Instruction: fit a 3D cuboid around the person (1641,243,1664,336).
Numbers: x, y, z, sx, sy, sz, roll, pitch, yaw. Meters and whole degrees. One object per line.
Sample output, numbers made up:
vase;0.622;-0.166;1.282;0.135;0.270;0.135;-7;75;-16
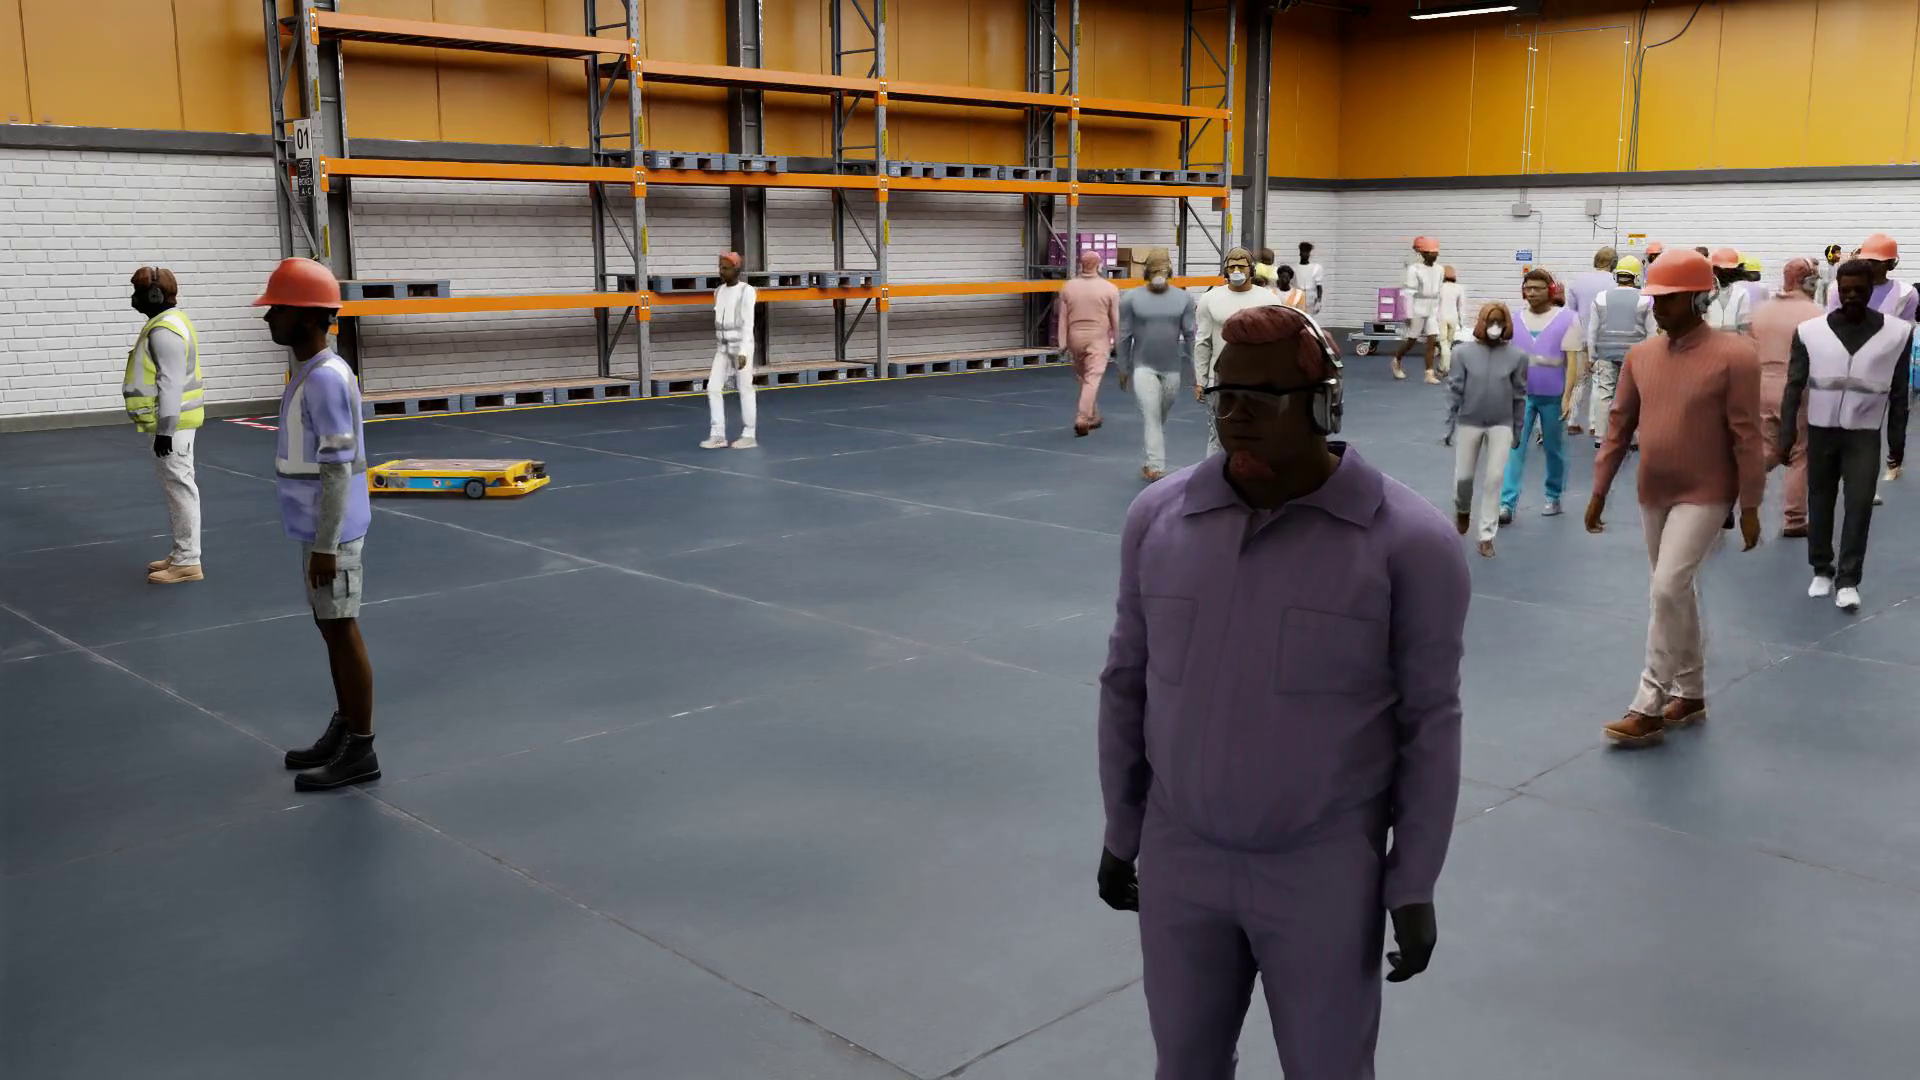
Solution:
person;10.861;-3.730;26.280;0.568;1.888;0.960;-10;14;-43

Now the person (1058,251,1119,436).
person;1.329;-2.012;17.015;0.653;1.868;0.991;5;11;25

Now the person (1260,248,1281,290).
person;4.587;-3.480;25.103;0.647;1.826;0.464;5;12;27

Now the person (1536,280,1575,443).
person;5.768;-1.751;16.350;0.514;1.591;0.870;2;11;11

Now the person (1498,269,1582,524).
person;4.083;-1.016;11.778;0.573;1.792;1.008;7;13;35

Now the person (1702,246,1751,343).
person;6.916;-1.711;15.195;0.564;1.924;0.402;0;10;2

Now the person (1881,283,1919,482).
person;8.036;-1.314;13.847;0.904;1.658;0.539;-10;14;-43

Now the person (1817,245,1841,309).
person;13.768;-3.733;26.379;0.318;1.866;0.531;6;12;32

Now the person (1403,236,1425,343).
person;8.678;-4.734;31.479;0.612;1.997;0.376;10;14;42

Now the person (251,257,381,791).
person;-2.356;-0.055;6.117;0.353;1.942;0.545;-5;12;-26

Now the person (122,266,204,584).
person;-4.659;-0.673;9.759;0.429;1.844;0.626;-4;11;-23

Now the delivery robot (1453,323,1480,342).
delivery robot;8.616;-3.381;27.778;0.707;0.478;0.477;7;12;33

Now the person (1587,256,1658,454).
person;6.158;-1.718;15.477;0.603;1.830;0.404;6;12;29

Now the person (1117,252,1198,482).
person;1.600;-1.352;13.342;0.654;1.878;1.007;-1;10;-6

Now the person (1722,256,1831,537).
person;5.469;-0.936;11.075;0.709;1.887;0.650;-3;11;-17

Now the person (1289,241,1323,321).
person;5.695;-3.980;27.573;0.600;1.938;0.957;1;10;7

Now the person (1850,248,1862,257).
person;11.323;-2.763;21.078;0.514;1.871;0.327;-3;11;-18

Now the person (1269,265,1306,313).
person;4.028;-2.598;20.771;0.550;1.642;0.864;3;11;15

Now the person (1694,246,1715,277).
person;11.898;-3.804;26.847;0.639;1.842;0.429;-6;12;-31

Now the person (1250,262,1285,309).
person;3.107;-2.009;17.302;0.536;1.742;0.725;3;11;17

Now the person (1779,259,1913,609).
person;4.803;-0.567;9.062;0.617;1.882;0.881;6;12;28

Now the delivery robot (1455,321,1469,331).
delivery robot;8.519;-3.515;28.508;0.707;0.478;0.477;-8;13;-38

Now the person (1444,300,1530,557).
person;3.370;-0.733;10.680;0.509;1.617;0.610;2;11;13

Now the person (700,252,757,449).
person;-2.181;-1.764;15.638;0.592;1.859;0.718;8;13;37

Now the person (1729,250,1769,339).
person;7.581;-1.848;16.069;0.644;1.884;0.721;-1;10;-8

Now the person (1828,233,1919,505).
person;6.825;-1.277;12.517;0.605;2.038;0.394;4;11;22

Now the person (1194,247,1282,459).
person;2.018;-1.158;12.137;0.632;1.939;0.368;2;11;13

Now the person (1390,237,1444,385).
person;6.273;-3.137;22.758;0.621;2.012;0.924;-4;11;-21

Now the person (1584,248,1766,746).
person;2.797;-0.171;6.671;0.849;1.961;0.654;-5;12;-25

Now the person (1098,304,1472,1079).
person;0.524;0.548;2.922;0.653;1.906;0.408;6;12;31

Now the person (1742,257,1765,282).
person;9.150;-2.403;19.398;0.330;1.767;0.528;5;12;27

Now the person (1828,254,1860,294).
person;10.045;-2.314;18.823;0.566;1.806;1.116;1;10;4

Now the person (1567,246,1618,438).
person;6.422;-1.993;16.767;0.427;1.918;0.657;-9;14;-40

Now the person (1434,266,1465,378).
person;6.928;-3.120;23.790;0.508;1.585;0.847;-1;10;-6

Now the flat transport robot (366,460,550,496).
flat transport robot;-4.028;-0.498;13.089;1.431;0.197;0.652;1;10;3
